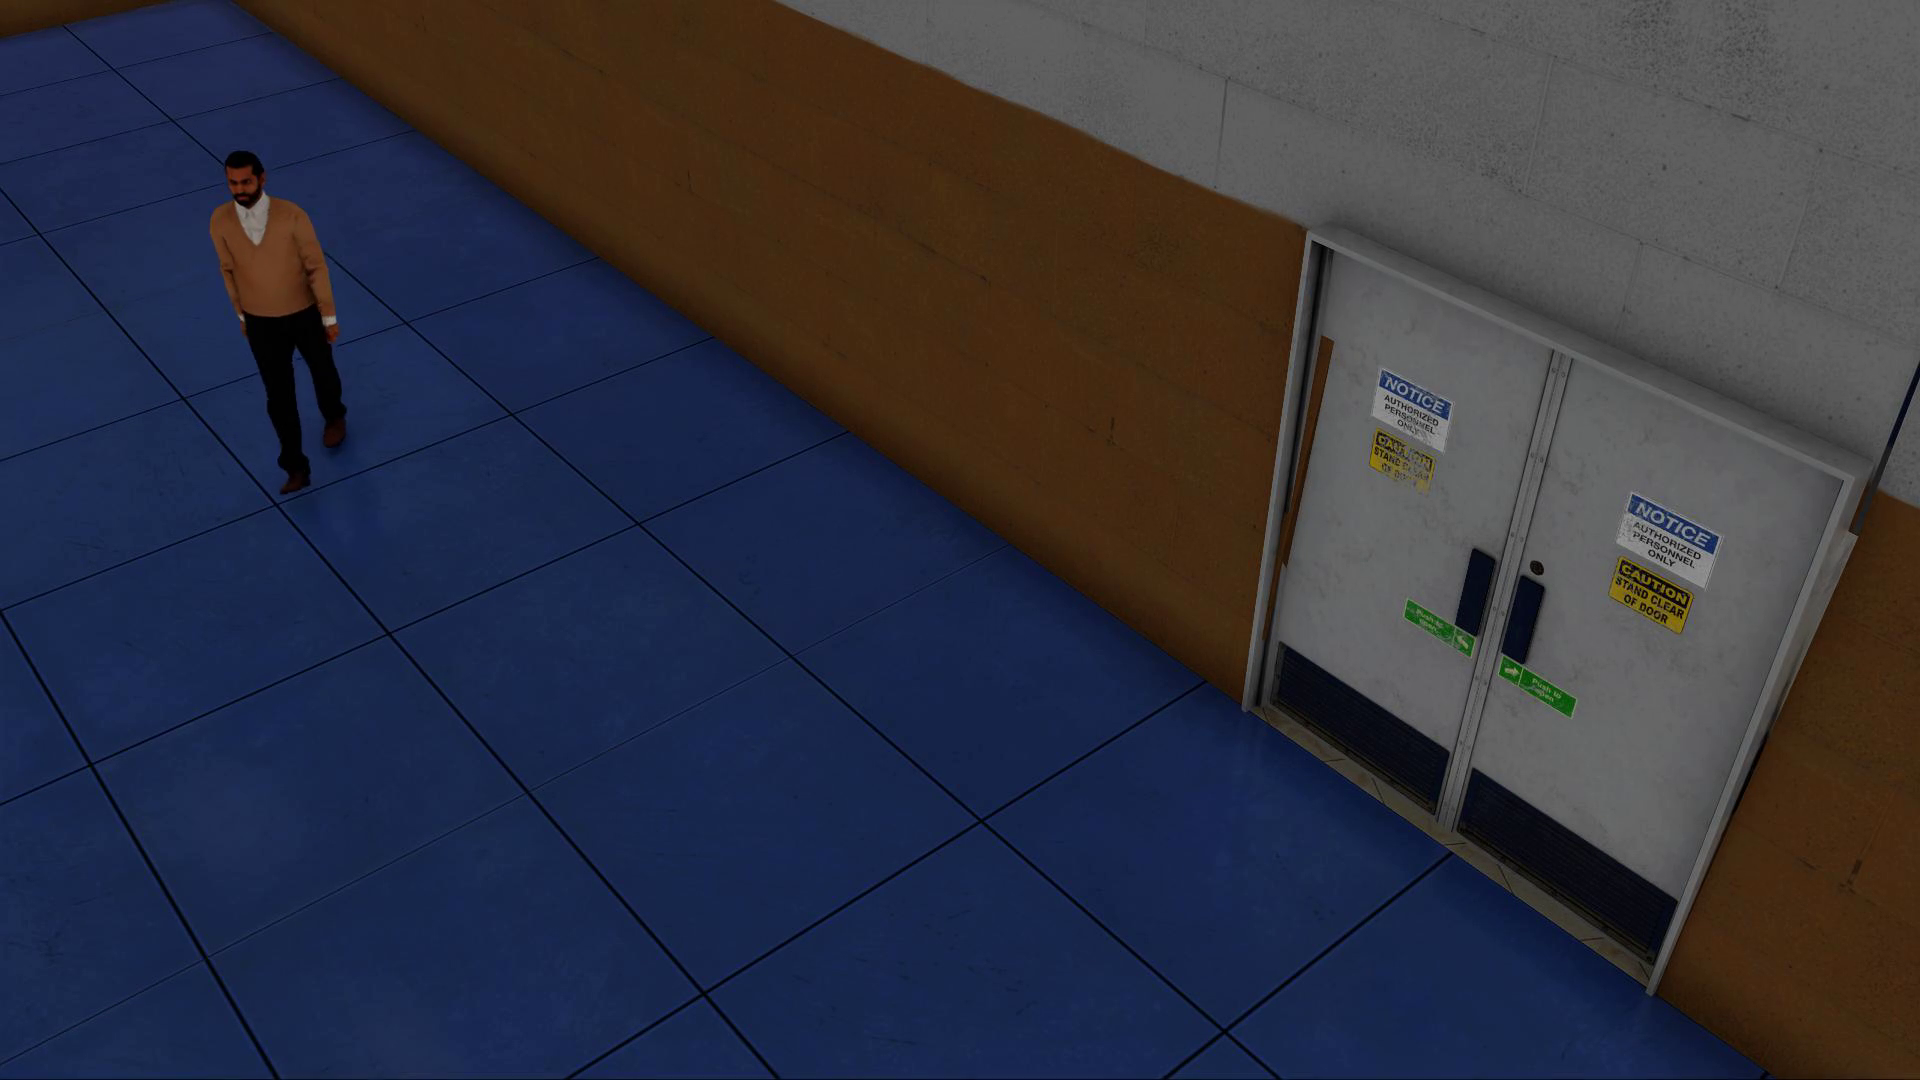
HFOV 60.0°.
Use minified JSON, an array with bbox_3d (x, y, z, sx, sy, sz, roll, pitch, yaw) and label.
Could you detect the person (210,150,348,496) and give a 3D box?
[{"bbox_3d":[-3.374,-1.156,8.390,1.174,1.709,1.108,-6,37,-8],"label":"person"}]
